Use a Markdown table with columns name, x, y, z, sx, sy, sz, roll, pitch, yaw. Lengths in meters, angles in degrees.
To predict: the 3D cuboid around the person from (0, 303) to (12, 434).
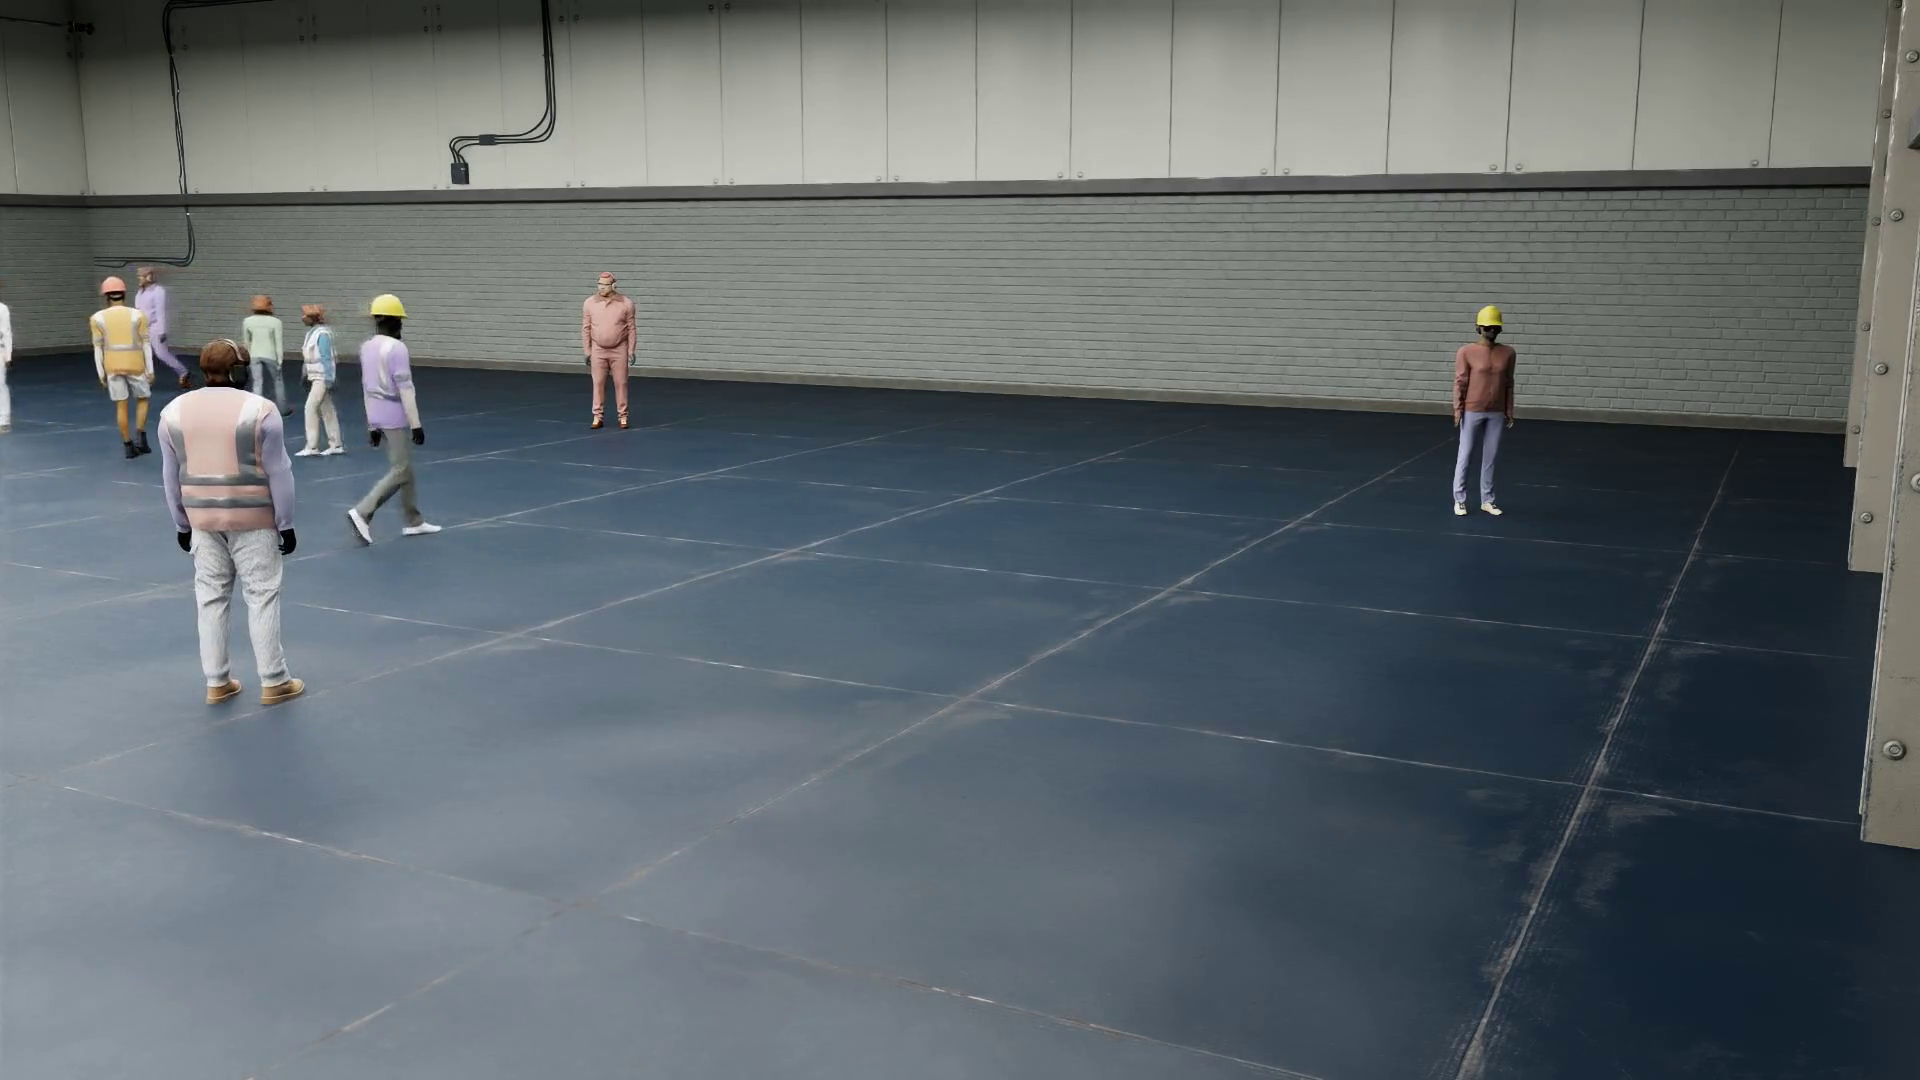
| name | x | y | z | sx | sy | sz | roll | pitch | yaw |
| --- | --- | --- | --- | --- | --- | --- | --- | --- | --- |
| person | -11.489 | -2.179 | 19.684 | 0.605 | 1.867 | 0.439 | 1 | 10 | 7 |

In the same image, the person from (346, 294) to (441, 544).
| name | x | y | z | sx | sy | sz | roll | pitch | yaw |
| --- | --- | --- | --- | --- | --- | --- | --- | --- | --- |
| person | -4.388 | -0.929 | 12.773 | 0.784 | 1.904 | 0.620 | -9 | 14 | -41 |

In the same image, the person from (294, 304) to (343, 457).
| name | x | y | z | sx | sy | sz | roll | pitch | yaw |
| --- | --- | --- | --- | --- | --- | --- | --- | --- | --- |
| person | -6.892 | -1.678 | 17.629 | 0.665 | 1.613 | 0.552 | -7 | 13 | -34 |

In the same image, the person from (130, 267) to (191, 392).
| name | x | y | z | sx | sy | sz | roll | pitch | yaw |
| --- | --- | --- | --- | --- | --- | --- | --- | --- | --- |
| person | -12.198 | -3.199 | 25.223 | 0.648 | 1.881 | 0.844 | 6 | 12 | 30 |

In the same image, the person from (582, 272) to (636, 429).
| name | x | y | z | sx | sy | sz | roll | pitch | yaw |
| --- | --- | --- | --- | --- | --- | --- | --- | --- | --- |
| person | -4.263 | -2.296 | 20.243 | 0.642 | 1.905 | 0.399 | -1 | 10 | -6 |

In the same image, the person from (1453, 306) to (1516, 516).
| name | x | y | z | sx | sy | sz | roll | pitch | yaw |
| --- | --- | --- | --- | --- | --- | --- | --- | --- | --- |
| person | 4.404 | -1.076 | 13.960 | 0.533 | 1.767 | 0.323 | -1 | 10 | -7 |

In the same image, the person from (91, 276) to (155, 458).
| name | x | y | z | sx | sy | sz | roll | pitch | yaw |
| --- | --- | --- | --- | --- | --- | --- | --- | --- | --- |
| person | -8.840 | -1.822 | 17.610 | 0.560 | 1.915 | 0.449 | -4 | 11 | -19 |

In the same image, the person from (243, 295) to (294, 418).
| name | x | y | z | sx | sy | sz | roll | pitch | yaw |
| --- | --- | --- | --- | --- | --- | --- | --- | --- | --- |
| person | -8.764 | -2.289 | 21.052 | 0.504 | 1.594 | 0.830 | -1 | 10 | -4 |

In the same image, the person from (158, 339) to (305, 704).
| name | x | y | z | sx | sy | sz | roll | pitch | yaw |
| --- | --- | --- | --- | --- | --- | --- | --- | --- | --- |
| person | -3.637 | -0.085 | 8.358 | 0.633 | 1.839 | 0.429 | 0 | 10 | 3 |
